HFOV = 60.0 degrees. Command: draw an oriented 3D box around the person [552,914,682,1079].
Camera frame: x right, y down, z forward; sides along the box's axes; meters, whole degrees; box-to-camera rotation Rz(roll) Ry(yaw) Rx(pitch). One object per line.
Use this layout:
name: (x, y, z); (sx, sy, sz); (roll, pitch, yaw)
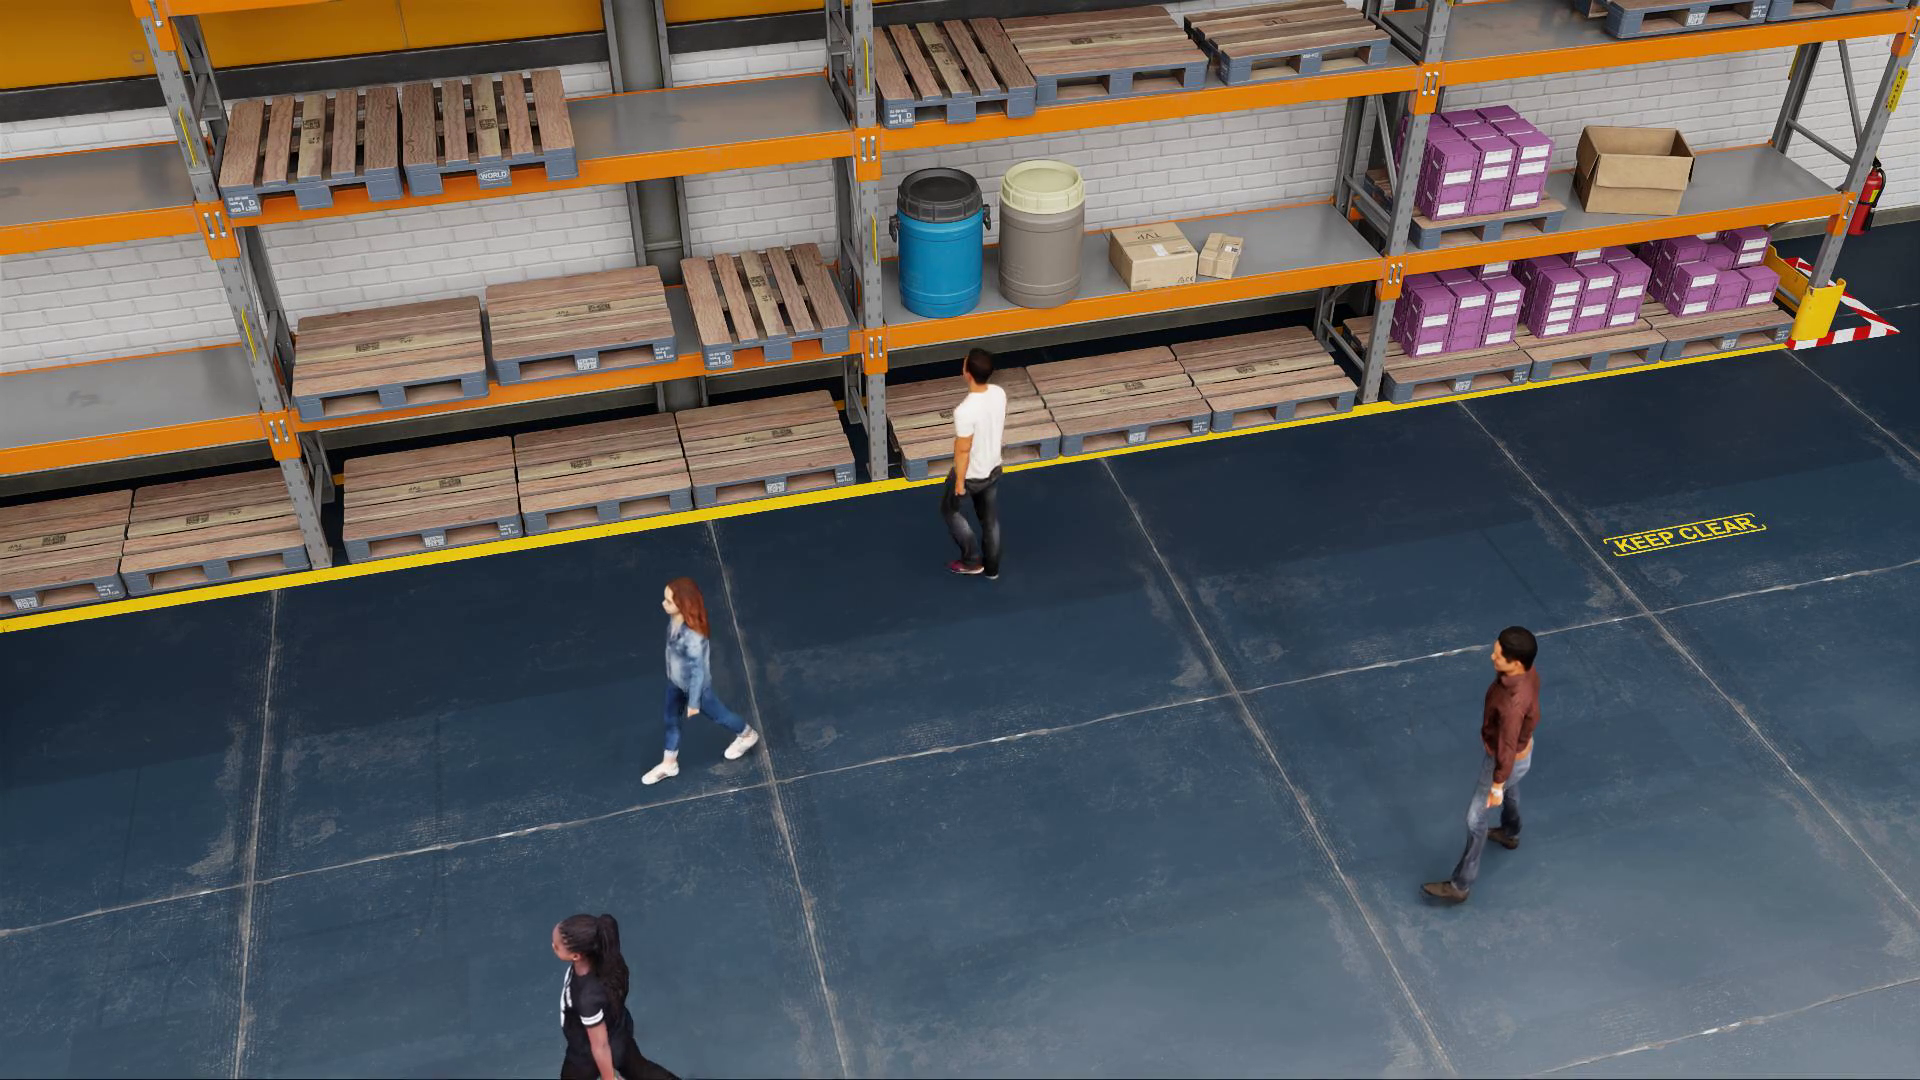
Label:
person: (-1.557, 2.303, 7.639); (1.223, 1.689, 0.779); (-3, 39, -3)

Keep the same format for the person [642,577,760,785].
person: (-1.492, 0.799, 9.716); (1.043, 1.448, 0.763); (-20, 43, -24)

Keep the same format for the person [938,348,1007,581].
person: (0.176, -0.438, 10.999); (0.841, 1.791, 0.756); (27, 46, 30)

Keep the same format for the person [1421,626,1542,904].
person: (2.941, 1.192, 8.989); (0.976, 1.741, 0.956); (13, 40, 15)
